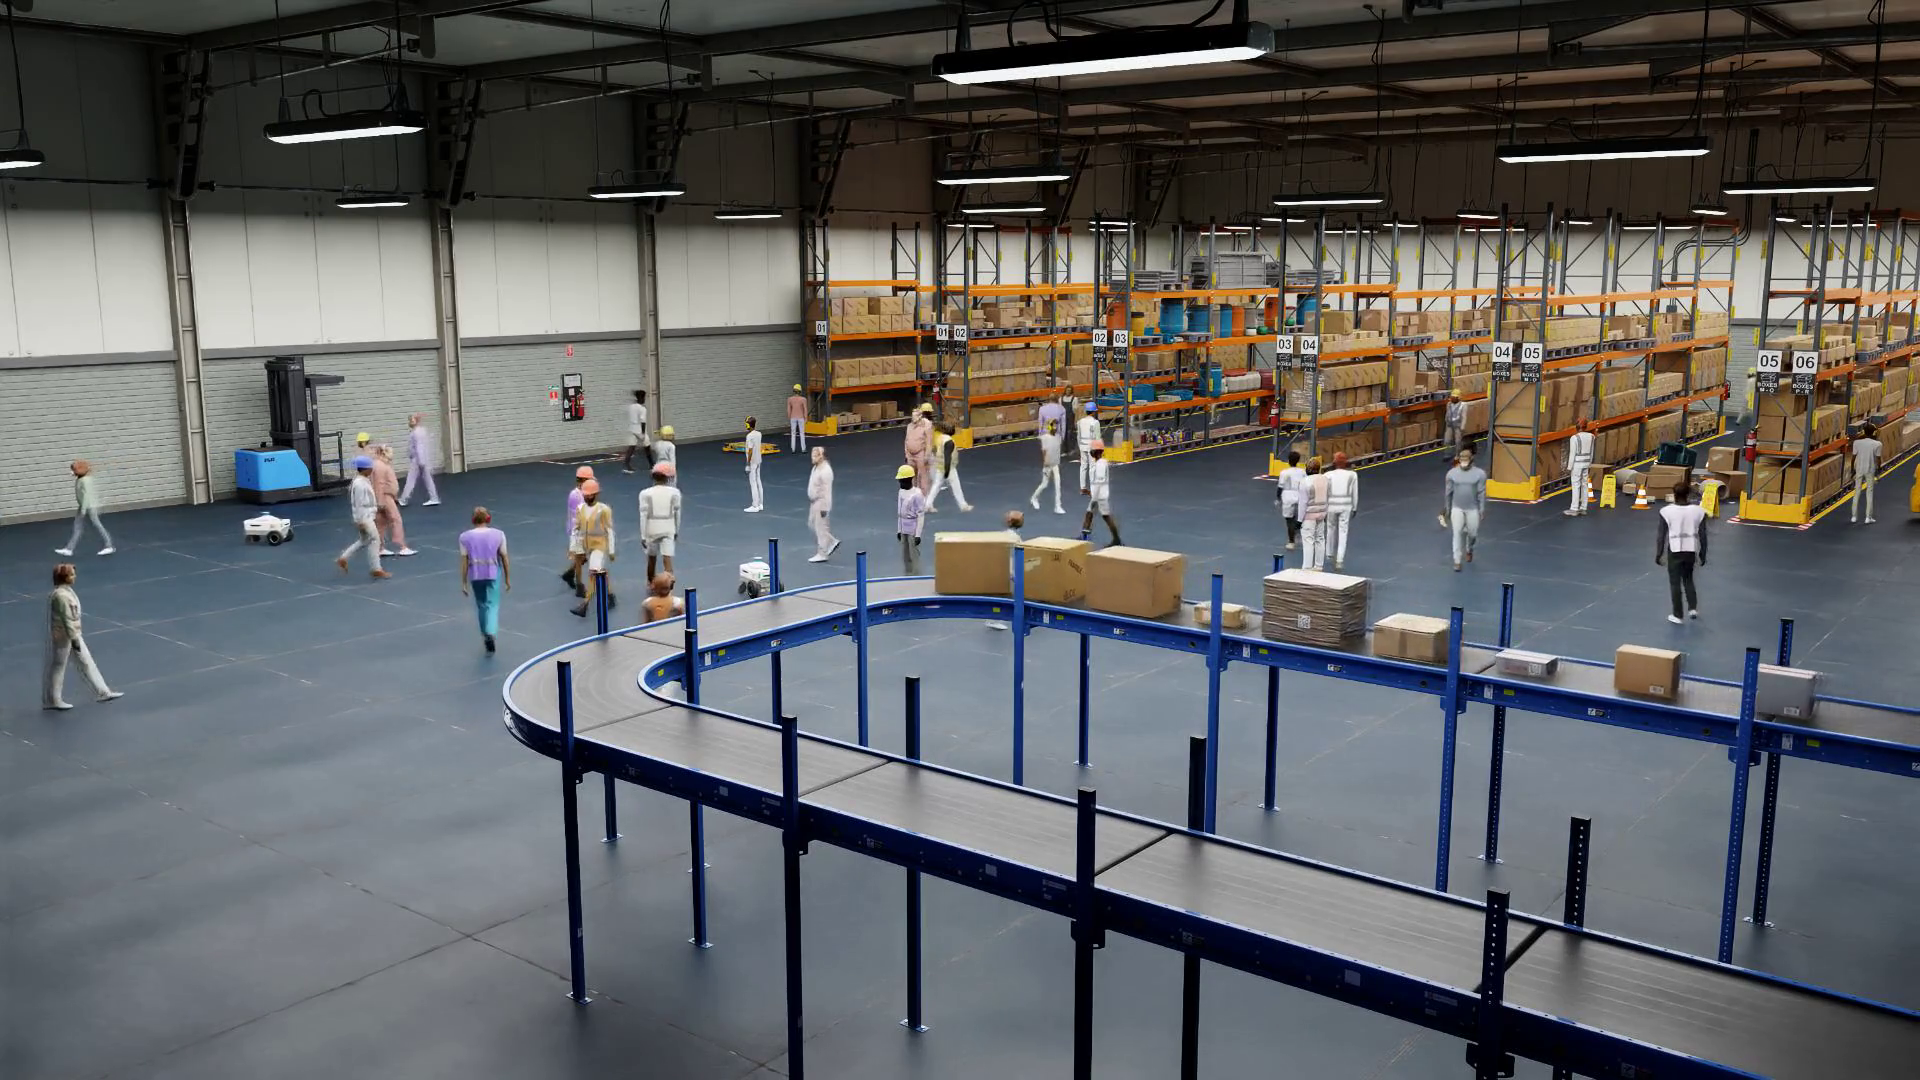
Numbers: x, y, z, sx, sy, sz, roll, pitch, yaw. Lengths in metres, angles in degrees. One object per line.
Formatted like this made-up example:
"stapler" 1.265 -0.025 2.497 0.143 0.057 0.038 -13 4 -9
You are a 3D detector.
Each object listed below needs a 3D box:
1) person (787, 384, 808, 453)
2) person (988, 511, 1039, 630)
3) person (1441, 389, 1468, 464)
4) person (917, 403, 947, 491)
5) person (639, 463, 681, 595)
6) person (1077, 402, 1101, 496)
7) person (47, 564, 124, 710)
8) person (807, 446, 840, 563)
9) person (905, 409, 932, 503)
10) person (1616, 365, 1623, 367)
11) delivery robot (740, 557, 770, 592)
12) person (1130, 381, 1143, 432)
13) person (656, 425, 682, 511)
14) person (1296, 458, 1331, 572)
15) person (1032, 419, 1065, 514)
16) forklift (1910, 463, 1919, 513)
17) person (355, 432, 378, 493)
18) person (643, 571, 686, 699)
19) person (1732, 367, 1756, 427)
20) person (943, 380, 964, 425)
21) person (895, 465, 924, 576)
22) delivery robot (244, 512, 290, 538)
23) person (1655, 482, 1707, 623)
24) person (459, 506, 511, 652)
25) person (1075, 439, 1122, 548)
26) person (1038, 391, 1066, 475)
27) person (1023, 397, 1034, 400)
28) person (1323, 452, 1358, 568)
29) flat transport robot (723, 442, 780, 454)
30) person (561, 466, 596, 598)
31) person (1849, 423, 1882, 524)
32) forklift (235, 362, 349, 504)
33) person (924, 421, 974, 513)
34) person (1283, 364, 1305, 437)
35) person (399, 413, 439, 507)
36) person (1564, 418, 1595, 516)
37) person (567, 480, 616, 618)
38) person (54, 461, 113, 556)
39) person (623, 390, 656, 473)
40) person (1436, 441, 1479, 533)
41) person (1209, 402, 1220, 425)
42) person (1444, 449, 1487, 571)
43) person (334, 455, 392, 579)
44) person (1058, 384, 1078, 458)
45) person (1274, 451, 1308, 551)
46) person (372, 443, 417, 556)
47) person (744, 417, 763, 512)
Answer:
"person" -4.144 -3.091 39.892 0.526 1.768 0.331 1 10 5
"person" 0.768 0.411 20.650 0.860 1.587 0.545 1 10 8
"person" 11.901 -2.727 37.701 0.617 1.808 0.597 -9 14 -42
"person" -0.662 -1.946 33.077 0.877 1.889 0.612 -7 12 -35
"person" -4.325 -0.120 22.591 0.610 1.982 1.062 -3 11 -19
"person" 2.716 -1.908 32.718 0.388 1.949 0.602 -10 14 -44
"person" -9.595 1.050 17.022 0.818 1.597 0.535 -3 11 -18
"person" -2.249 -0.587 25.428 0.474 1.890 0.675 -3 11 -17
"person" -0.873 -1.707 31.708 0.643 1.909 0.410 7 13 36
"person" 18.691 -4.008 44.555 1.038 1.933 0.654 -7 12 -33
"delivery robot" -2.953 0.493 22.983 0.477 0.478 0.707 -6 12 -30
"person" 4.919 -3.653 43.568 0.498 1.581 0.864 4 11 21
"person" -5.704 -1.355 30.242 0.494 1.723 0.622 7 12 34
"person" 5.440 -0.347 24.235 0.624 1.845 0.430 -7 12 -33
"person" 1.729 -1.467 30.559 0.523 1.844 0.826 -6 12 -32
"forklift" 19.034 -1.348 28.998 2.313 2.155 1.214 8 13 37
"person" -10.900 -1.130 28.873 0.534 1.758 0.459 4 11 23
"person" -3.120 1.140 16.530 0.515 1.611 0.734 3 11 19
"person" 23.375 -4.217 46.190 0.603 1.791 0.930 -6 12 -32
"person" -0.204 -4.245 46.344 0.619 1.777 0.947 10 14 44
"person" -0.757 -0.144 22.859 0.385 1.922 0.594 -6 12 -32
"delivery robot" -12.026 -0.247 27.141 0.707 0.478 0.477 0 10 2
"person" 9.767 0.169 21.203 0.612 1.892 0.465 1 10 3
"person" -5.962 0.487 19.642 0.600 1.813 0.830 -3 10 -14
"person" 2.314 -0.764 26.470 0.980 1.884 0.561 0 10 0
"person" 2.100 -2.431 35.756 0.636 1.925 0.426 0 10 2
"person" 2.044 -4.362 46.559 0.361 1.939 0.542 -5 11 -27
"person" 6.079 -0.493 25.111 0.580 1.832 1.003 2 10 13
"flat transport robot" -5.364 -2.375 40.186 1.431 0.197 0.652 8 13 37
"person" -5.613 -0.135 22.869 0.595 1.917 0.542 3 11 17
"person" 16.930 -1.254 29.258 0.521 1.873 0.330 9 14 42
"forklift" -13.803 -2.244 32.110 1.129 2.768 1.873 8 13 37
"person" -0.253 -1.412 30.395 0.984 1.798 0.638 -4 11 -20
"person" 9.370 -3.872 43.635 0.687 2.000 0.535 4 11 19
"person" -10.891 -1.585 31.131 0.963 1.857 0.679 -2 10 -12
"person" 11.932 -1.415 30.134 0.572 1.883 0.356 -5 11 -24
"person" -5.085 0.106 21.585 0.560 1.881 1.022 5 11 27
"person" -14.531 -0.514 25.891 0.518 1.585 0.863 10 14 44
"person" -7.436 -2.514 36.241 0.626 1.922 1.000 8 13 39
"person" 9.006 -0.964 28.169 0.665 1.675 0.541 0 10 -1
"person" 7.658 -4.289 47.078 0.606 1.617 0.507 -9 13 -41
"person" 8.003 -0.494 24.820 0.642 1.925 0.669 4 11 19
"person" -9.211 -0.349 24.017 0.752 1.927 0.610 -3 11 -18
"person" 2.647 -2.974 39.070 0.563 1.831 0.431 5 11 28
"person" 5.590 -0.680 26.582 0.538 1.677 0.630 -4 11 -22
"person" -9.352 -0.661 25.876 0.814 1.876 0.680 -2 10 -13
"person" -4.051 -1.486 30.586 0.327 1.865 0.517 4 11 20
